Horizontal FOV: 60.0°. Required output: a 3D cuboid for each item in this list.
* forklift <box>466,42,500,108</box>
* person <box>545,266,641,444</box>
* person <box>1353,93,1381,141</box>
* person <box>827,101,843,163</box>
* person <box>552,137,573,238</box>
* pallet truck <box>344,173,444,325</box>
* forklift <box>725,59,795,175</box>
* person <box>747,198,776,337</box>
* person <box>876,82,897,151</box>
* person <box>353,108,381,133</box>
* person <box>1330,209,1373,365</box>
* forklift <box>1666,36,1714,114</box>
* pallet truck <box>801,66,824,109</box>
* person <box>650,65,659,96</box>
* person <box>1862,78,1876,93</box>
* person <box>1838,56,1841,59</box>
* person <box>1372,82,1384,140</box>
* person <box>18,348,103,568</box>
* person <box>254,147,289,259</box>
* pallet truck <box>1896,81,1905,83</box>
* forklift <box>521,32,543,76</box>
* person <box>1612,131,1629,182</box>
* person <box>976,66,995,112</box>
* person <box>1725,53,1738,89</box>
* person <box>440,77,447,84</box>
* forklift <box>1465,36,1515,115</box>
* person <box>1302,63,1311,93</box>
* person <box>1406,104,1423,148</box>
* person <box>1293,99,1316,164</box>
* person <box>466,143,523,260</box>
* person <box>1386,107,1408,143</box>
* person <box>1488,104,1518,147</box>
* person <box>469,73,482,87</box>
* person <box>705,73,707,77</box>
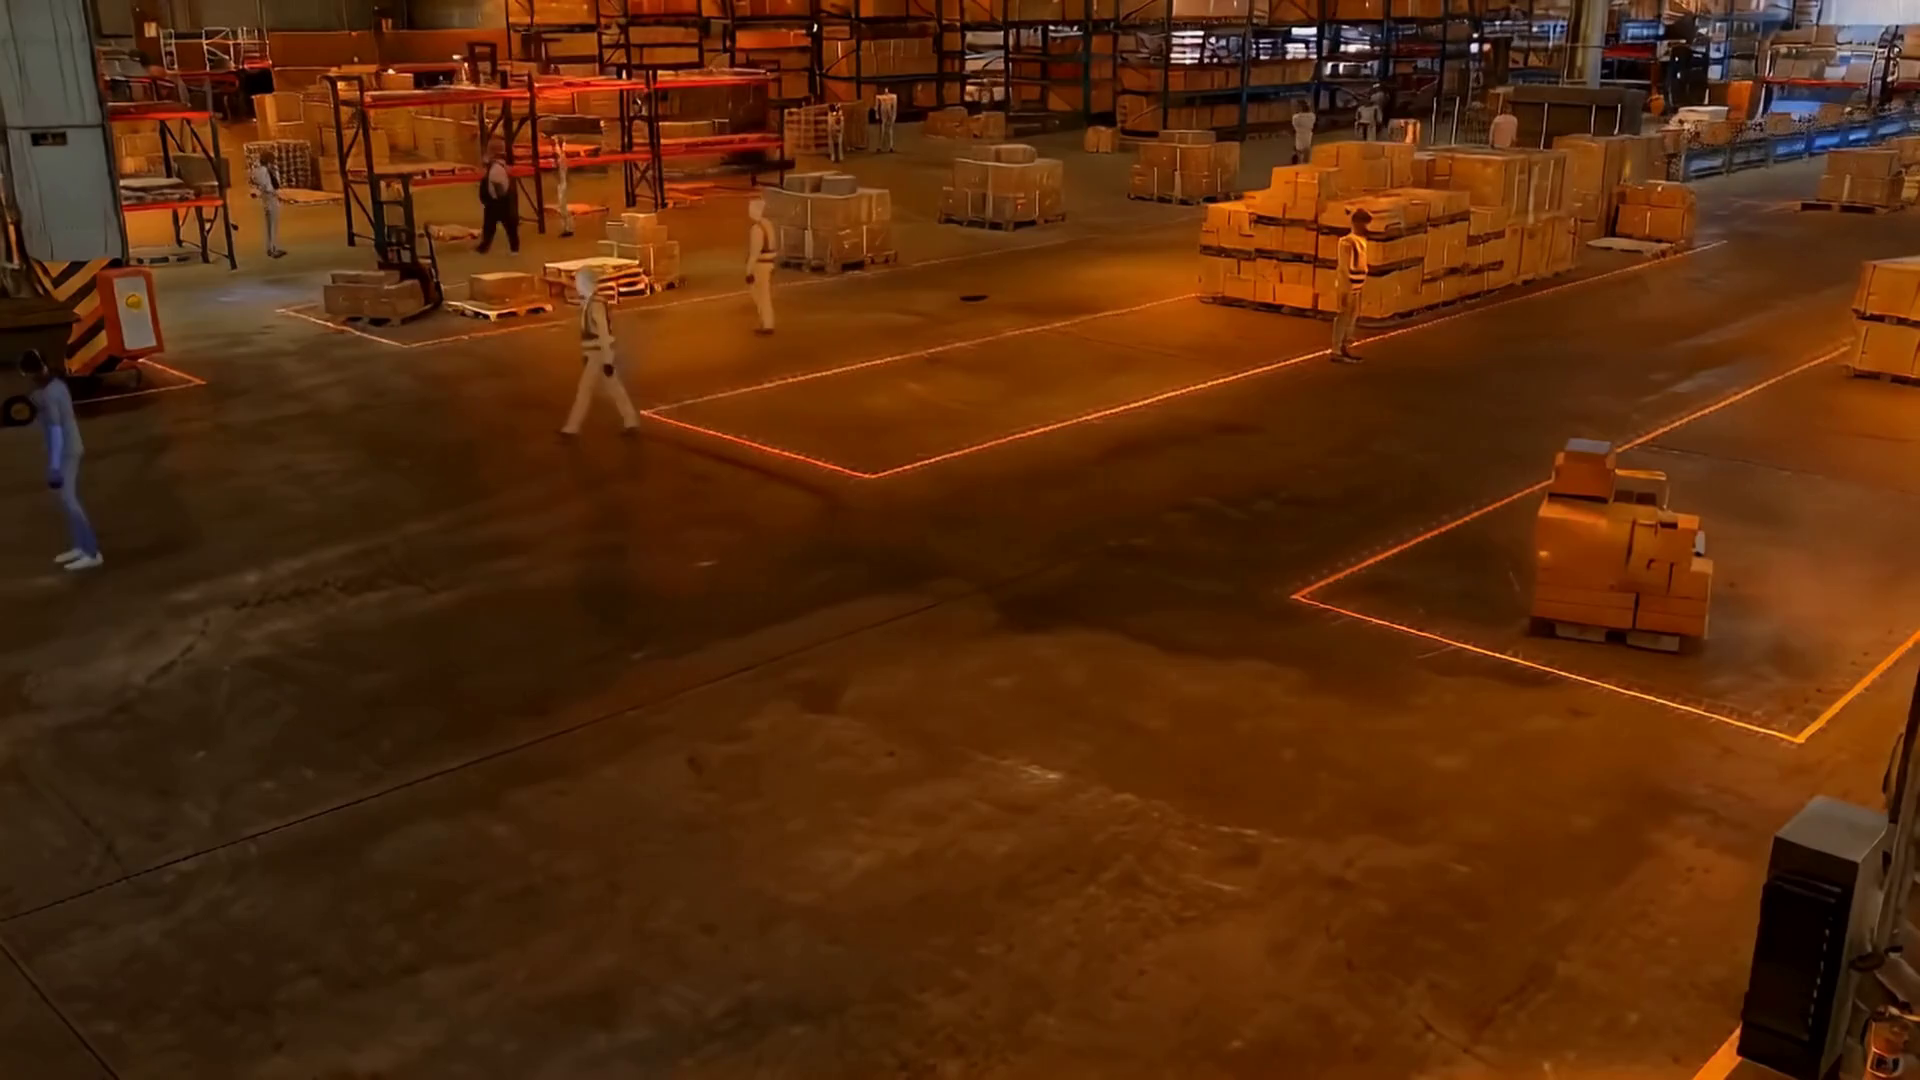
[{"bbox_3d":[-15.799,-15.111,55.310,1.873,2.768,1.129,17,25,41],"label":"forklift"},{"bbox_3d":[-3.807,-1.907,17.162,1.003,1.827,0.602,-5,19,-15],"label":"person"},{"bbox_3d":[10.477,-10.497,42.827,0.630,1.984,1.058,11,22,31],"label":"person"},{"bbox_3d":[-3.356,-10.986,44.821,0.522,1.640,0.306,-15,24,-39],"label":"person"},{"bbox_3d":[-7.513,-6.642,31.370,0.328,1.873,0.519,-4,19,-13],"label":"person"},{"bbox_3d":[-8.209,-4.181,23.757,0.823,1.965,1.885,3,19,9],"label":"pallet truck"},{"bbox_3d":[-5.256,-10.822,42.387,1.129,2.768,1.873,17,25,41],"label":"forklift"},{"bbox_3d":[-2.725,-3.656,22.377,0.526,1.867,0.615,4,19,11],"label":"person"},{"bbox_3d":[-2.133,-12.287,48.272,0.631,1.940,0.372,-2,18,-5],"label":"person"},{"bbox_3d":[-15.266,-10.460,42.930,0.652,1.838,0.463,-3,19,-10],"label":"person"},{"bbox_3d":[4.909,-3.171,20.818,0.413,1.940,0.601,12,22,31],"label":"person"},{"bbox_3d":[27.341,-17.291,61.877,1.129,2.768,1.873,17,25,41],"label":"forklift"},{"bbox_3d":[-4.812,-15.182,56.903,0.823,1.965,1.885,-9,21,-26],"label":"pallet truck"},{"bbox_3d":[-11.890,-17.518,64.410,0.318,1.697,0.536,17,25,41],"label":"person"},{"bbox_3d":[32.875,-16.145,60.095,0.611,1.813,0.474,-11,21,-29],"label":"person"},{"bbox_3d":[36.027,-18.974,68.527,0.768,1.882,0.653,-10,21,-28],"label":"person"},{"bbox_3d":[13.018,-13.361,51.806,0.520,1.752,0.527,-9,20,-25],"label":"person"},{"bbox_3d":[-7.236,-0.647,13.375,0.402,1.832,0.600,-8,20,-22],"label":"person"},{"bbox_3d":[-12.009,-5.870,28.971,0.381,1.918,0.585,-1,18,-2],"label":"person"},{"bbox_3d":[34.802,-16.331,61.455,0.653,1.274,1.630,17,25,41],"label":"pallet truck"},{"bbox_3d":[-17.247,-19.051,67.179,1.129,2.768,1.873,17,25,41],"label":"forklift"},{"bbox_3d":[12.606,-6.953,32.234,0.579,1.912,0.750,-16,24,-39],"label":"person"},{"bbox_3d":[0.853,-15.779,58.822,0.662,1.912,0.733,7,19,19],"label":"person"},{"bbox_3d":[34.833,-21.073,75.057,0.529,1.734,0.816,17,25,42],"label":"person"},{"bbox_3d":[-17.374,-14.708,55.978,0.771,1.663,0.555,8,20,24],"label":"person"},{"bbox_3d":[19.973,-17.201,61.605,1.873,2.768,1.129,16,24,40],"label":"forklift"},{"bbox_3d":[14.194,-18.702,68.073,0.286,1.636,0.500,16,24,39],"label":"person"},{"bbox_3d":[10.828,-9.457,39.796,0.639,1.904,0.604,5,19,15],"label":"person"},{"bbox_3d":[8.560,-9.970,41.328,0.621,1.910,0.998,-3,19,-10],"label":"person"},{"bbox_3d":[-8.121,-5.890,28.840,0.985,2.000,0.708,-2,18,-5],"label":"person"},{"bbox_3d":[11.150,-10.221,42.487,0.540,1.657,0.858,5,19,15],"label":"person"},{"bbox_3d":[13.119,-9.579,40.215,0.643,1.881,0.872,-3,19,-10],"label":"person"},{"bbox_3d":[-16.152,-14.598,55.303,0.958,1.890,0.567,9,20,25],"label":"person"},{"bbox_3d":[-9.751,-17.553,64.688,0.506,1.584,0.924,12,22,32],"label":"person"}]
